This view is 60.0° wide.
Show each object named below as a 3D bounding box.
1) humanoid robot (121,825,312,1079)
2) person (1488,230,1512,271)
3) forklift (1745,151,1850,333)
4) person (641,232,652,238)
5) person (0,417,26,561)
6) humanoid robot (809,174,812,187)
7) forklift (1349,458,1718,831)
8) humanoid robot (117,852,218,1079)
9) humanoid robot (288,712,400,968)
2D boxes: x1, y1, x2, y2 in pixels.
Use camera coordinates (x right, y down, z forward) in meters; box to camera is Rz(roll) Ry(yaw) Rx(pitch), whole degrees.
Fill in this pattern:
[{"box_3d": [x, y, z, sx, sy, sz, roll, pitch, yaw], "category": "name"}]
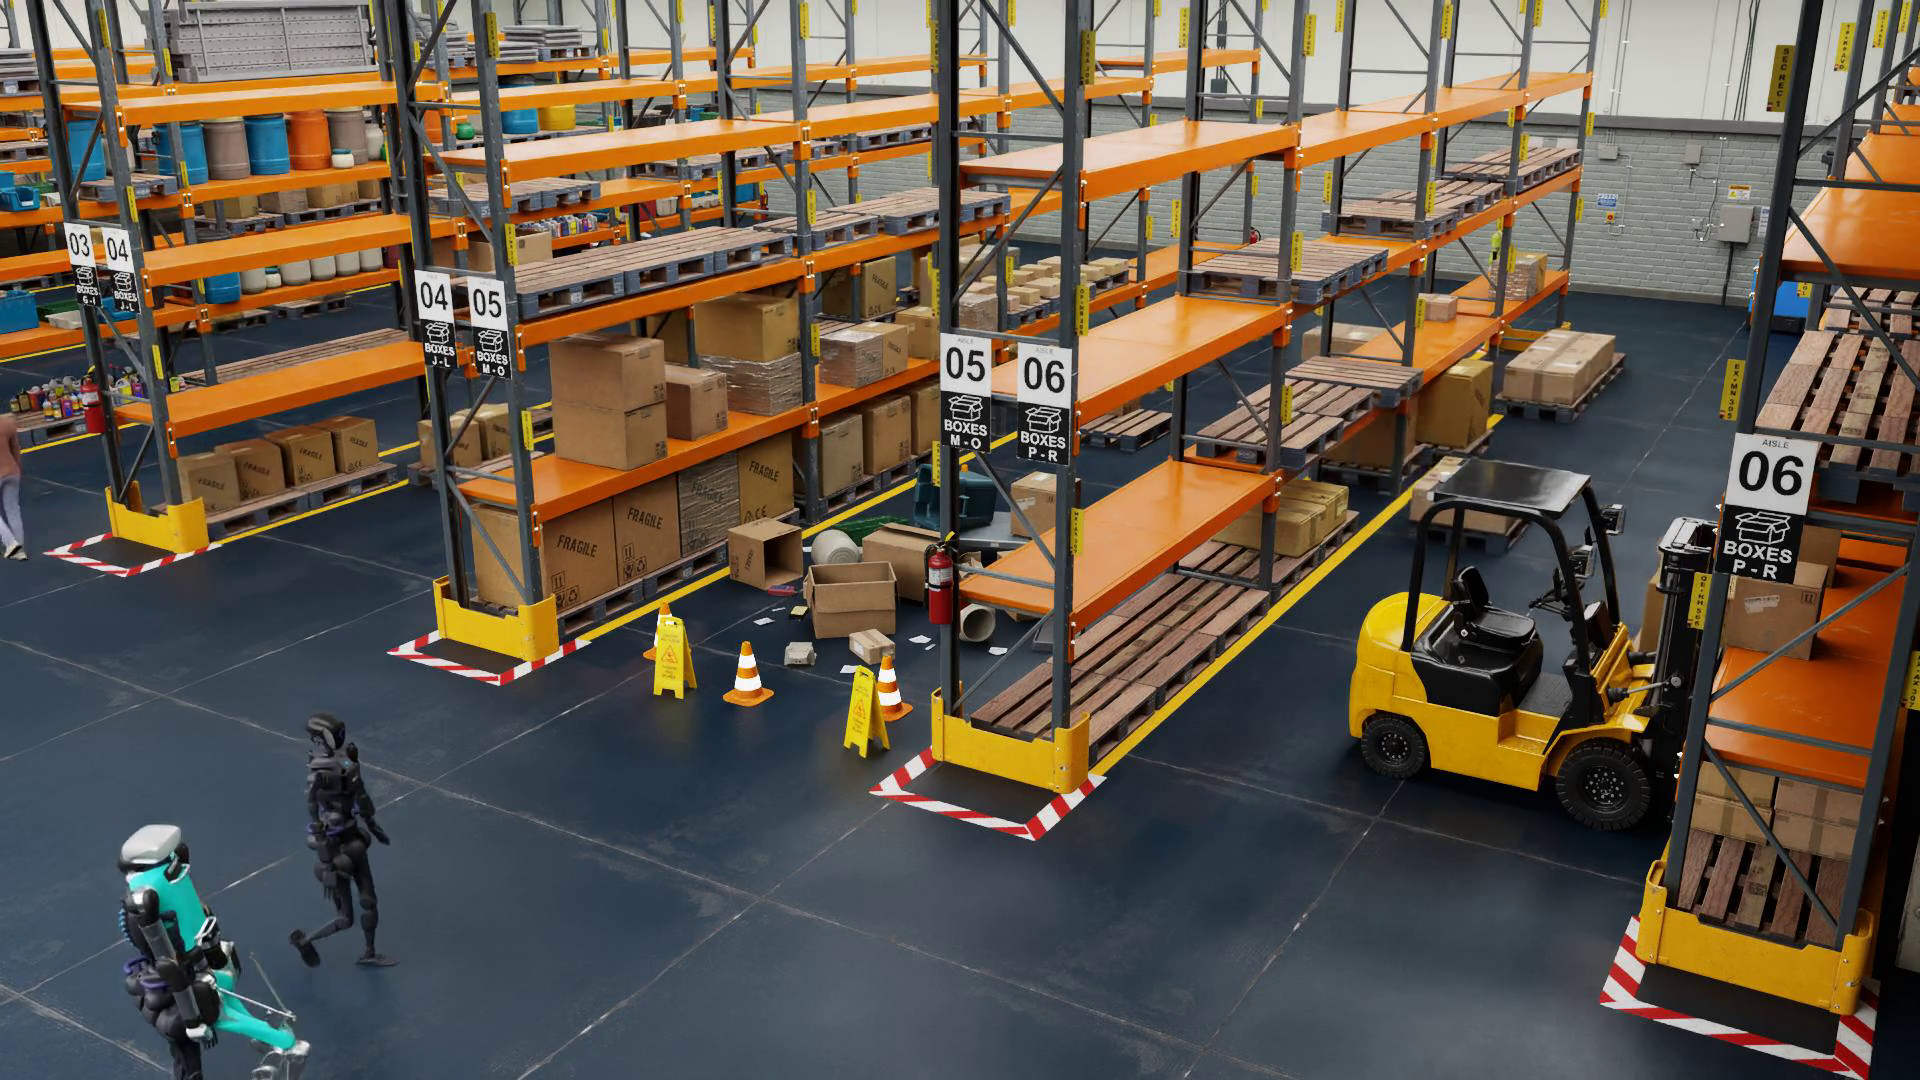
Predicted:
[{"box_3d": [-3.478, 2.208, 8.084, 0.849, 1.815, 0.538, -2, 19, -6], "category": "humanoid robot"}, {"box_3d": [8.974, -4.577, 27.665, 0.320, 1.692, 0.531, 16, 25, 39], "category": "person"}, {"box_3d": [13.620, -4.667, 26.137, 1.873, 2.768, 1.129, 11, 22, 29], "category": "forklift"}, {"box_3d": [-6.896, -7.328, 35.619, 0.476, 1.679, 0.511, 11, 22, 28], "category": "person"}, {"box_3d": [-9.363, -0.627, 16.148, 0.378, 1.753, 0.525, 10, 22, 27], "category": "person"}, {"box_3d": [-3.222, -7.074, 34.910, 0.355, 1.660, 0.601, 0, 19, -1], "category": "humanoid robot"}, {"box_3d": [3.988, 0.658, 11.776, 2.313, 2.155, 1.214, 11, 22, 29], "category": "forklift"}, {"box_3d": [-3.813, 2.200, 8.084, 0.589, 1.652, 0.365, 16, 25, 38], "category": "humanoid robot"}, {"box_3d": [-3.586, 1.719, 9.517, 0.541, 1.642, 0.586, 2, 19, 7], "category": "humanoid robot"}]
